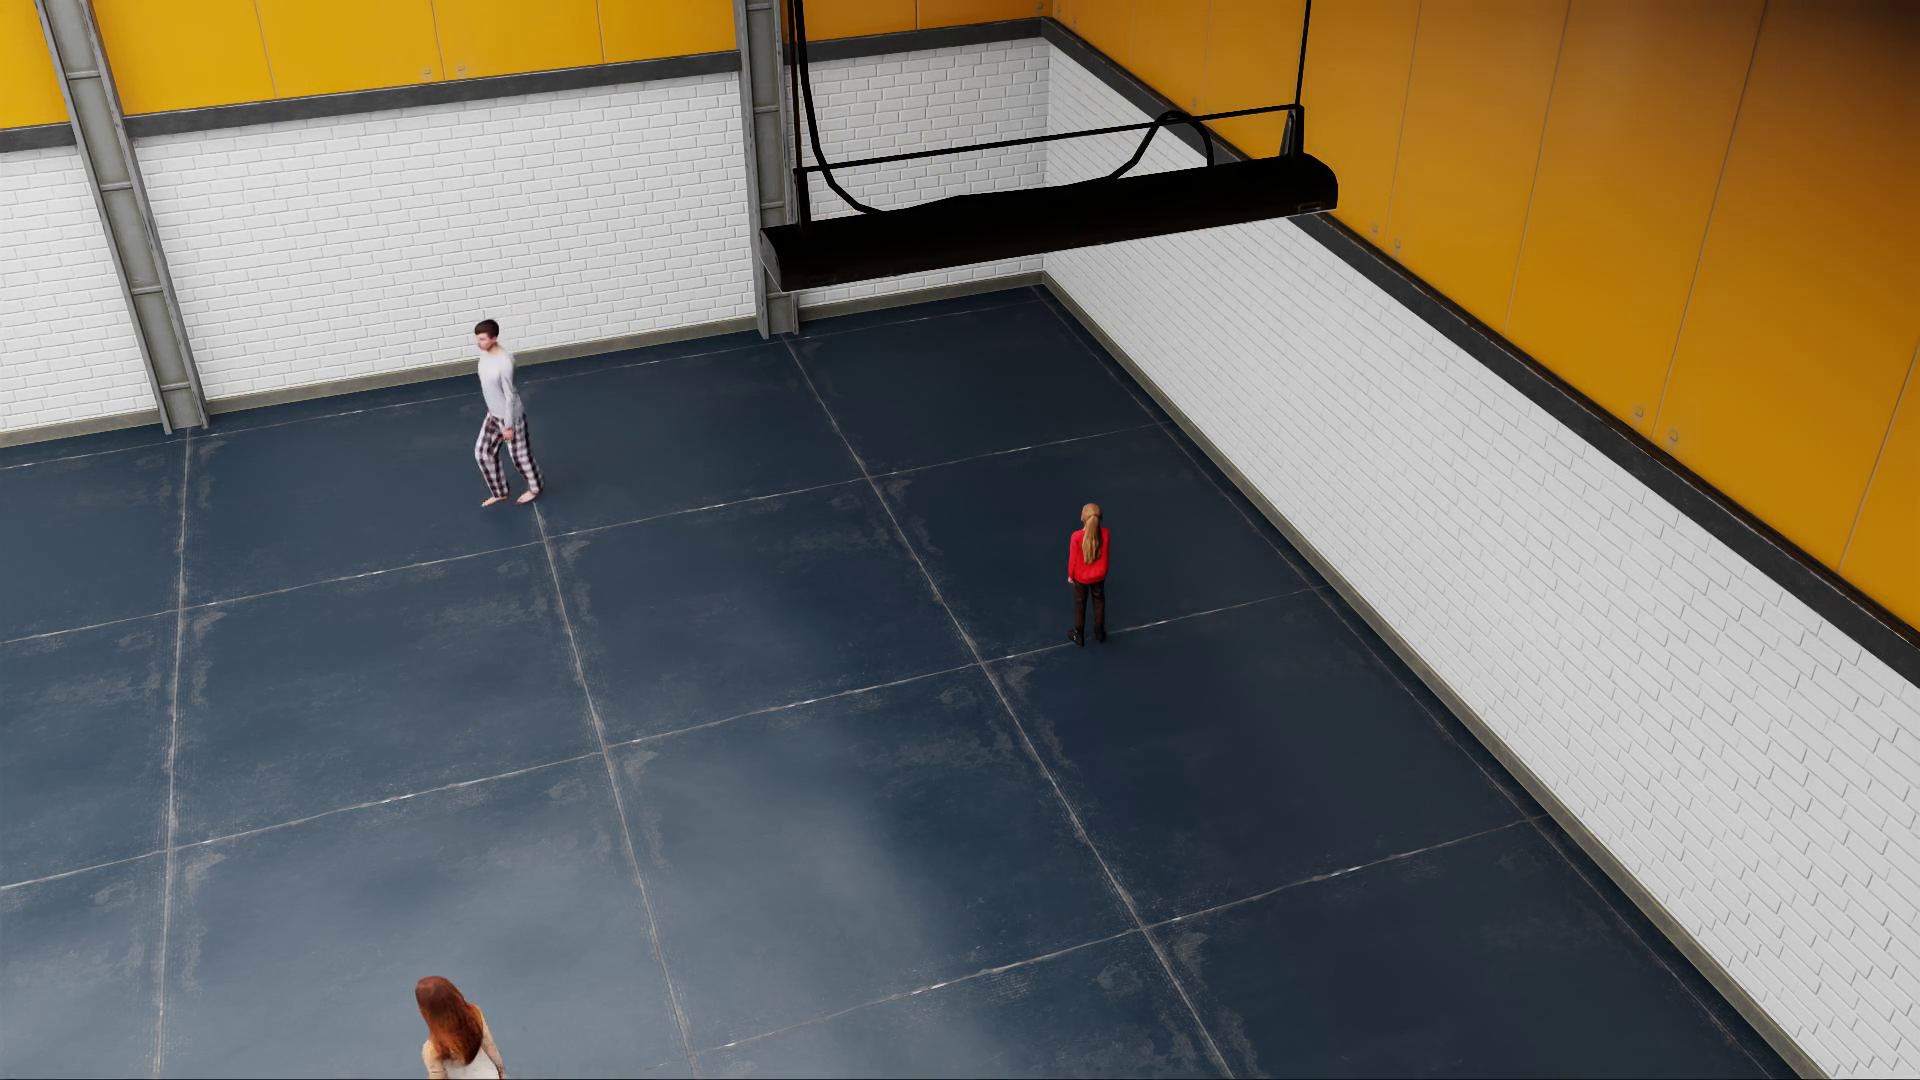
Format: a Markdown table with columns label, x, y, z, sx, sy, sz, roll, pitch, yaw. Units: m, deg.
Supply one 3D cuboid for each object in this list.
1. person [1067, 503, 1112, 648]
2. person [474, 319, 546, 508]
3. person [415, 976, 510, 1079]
| label | x | y | z | sx | sy | sz | roll | pitch | yaw |
| --- | --- | --- | --- | --- | --- | --- | --- | --- | --- |
| person | 1.018 | 0.265 | 13.118 | 0.435 | 1.281 | 0.566 | -9 | 35 | -13 |
| person | -3.959 | -1.156 | 14.759 | 0.840 | 1.829 | 0.941 | 27 | 42 | 35 |
| person | -2.486 | 2.949 | 8.718 | 1.043 | 1.681 | 1.001 | 18 | 38 | 26 |
